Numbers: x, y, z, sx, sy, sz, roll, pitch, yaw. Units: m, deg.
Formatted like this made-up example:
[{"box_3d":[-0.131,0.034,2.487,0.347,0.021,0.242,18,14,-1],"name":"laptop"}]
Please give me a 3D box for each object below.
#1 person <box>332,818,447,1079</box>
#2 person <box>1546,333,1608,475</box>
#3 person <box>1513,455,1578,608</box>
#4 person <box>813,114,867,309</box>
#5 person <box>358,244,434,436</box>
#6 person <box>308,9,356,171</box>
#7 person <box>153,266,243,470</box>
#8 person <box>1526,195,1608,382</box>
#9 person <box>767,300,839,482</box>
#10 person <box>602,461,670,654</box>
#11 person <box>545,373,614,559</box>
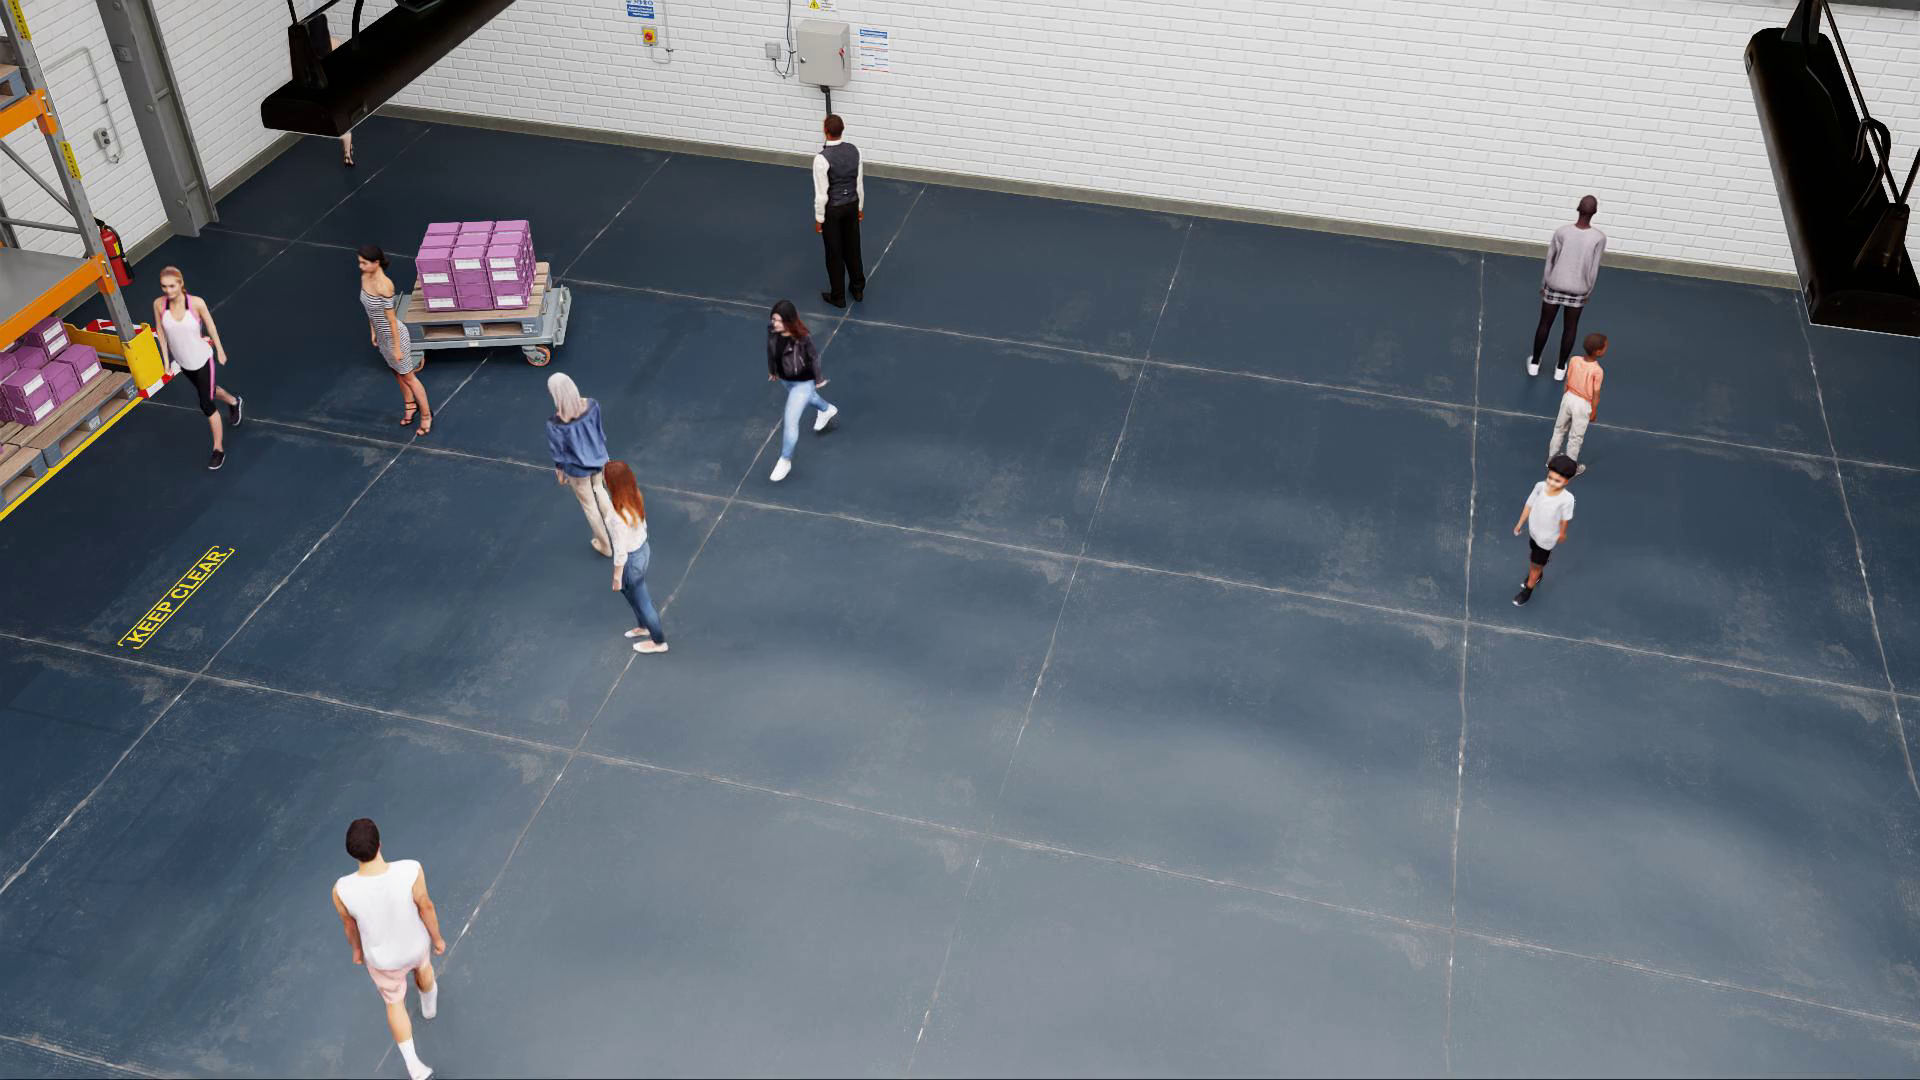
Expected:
[{"box_3d":[-3.103,2.276,9.145,1.045,1.762,1.191,-13,41,-16],"name":"person"},{"box_3d":[5.117,-1.130,13.771,0.621,1.311,0.568,-23,44,-26],"name":"person"},{"box_3d":[4.463,-0.140,12.586,0.803,1.242,0.710,-26,45,-29],"name":"person"},{"box_3d":[-1.146,-3.121,15.778,0.752,1.918,0.840,-24,45,-27],"name":"person"},{"box_3d":[-4.792,-1.697,14.076,0.696,1.817,0.675,-31,48,-33],"name":"person"},{"box_3d":[-6.819,-4.848,18.069,0.761,1.757,0.841,-3,39,-4],"name":"person"},{"box_3d":[-6.371,-1.543,13.932,0.770,1.755,1.176,2,39,3],"name":"person"},{"box_3d":[5.401,-2.245,14.800,0.624,1.770,0.537,13,40,16],"name":"person"},{"box_3d":[-1.309,-1.349,13.847,0.942,1.559,1.324,25,45,28],"name":"person"},{"box_3d":[-2.246,0.138,11.859,0.719,1.716,0.603,2,39,3],"name":"person"},{"box_3d":[-2.820,-0.513,12.701,0.709,1.682,0.802,-29,47,-31],"name":"person"}]
